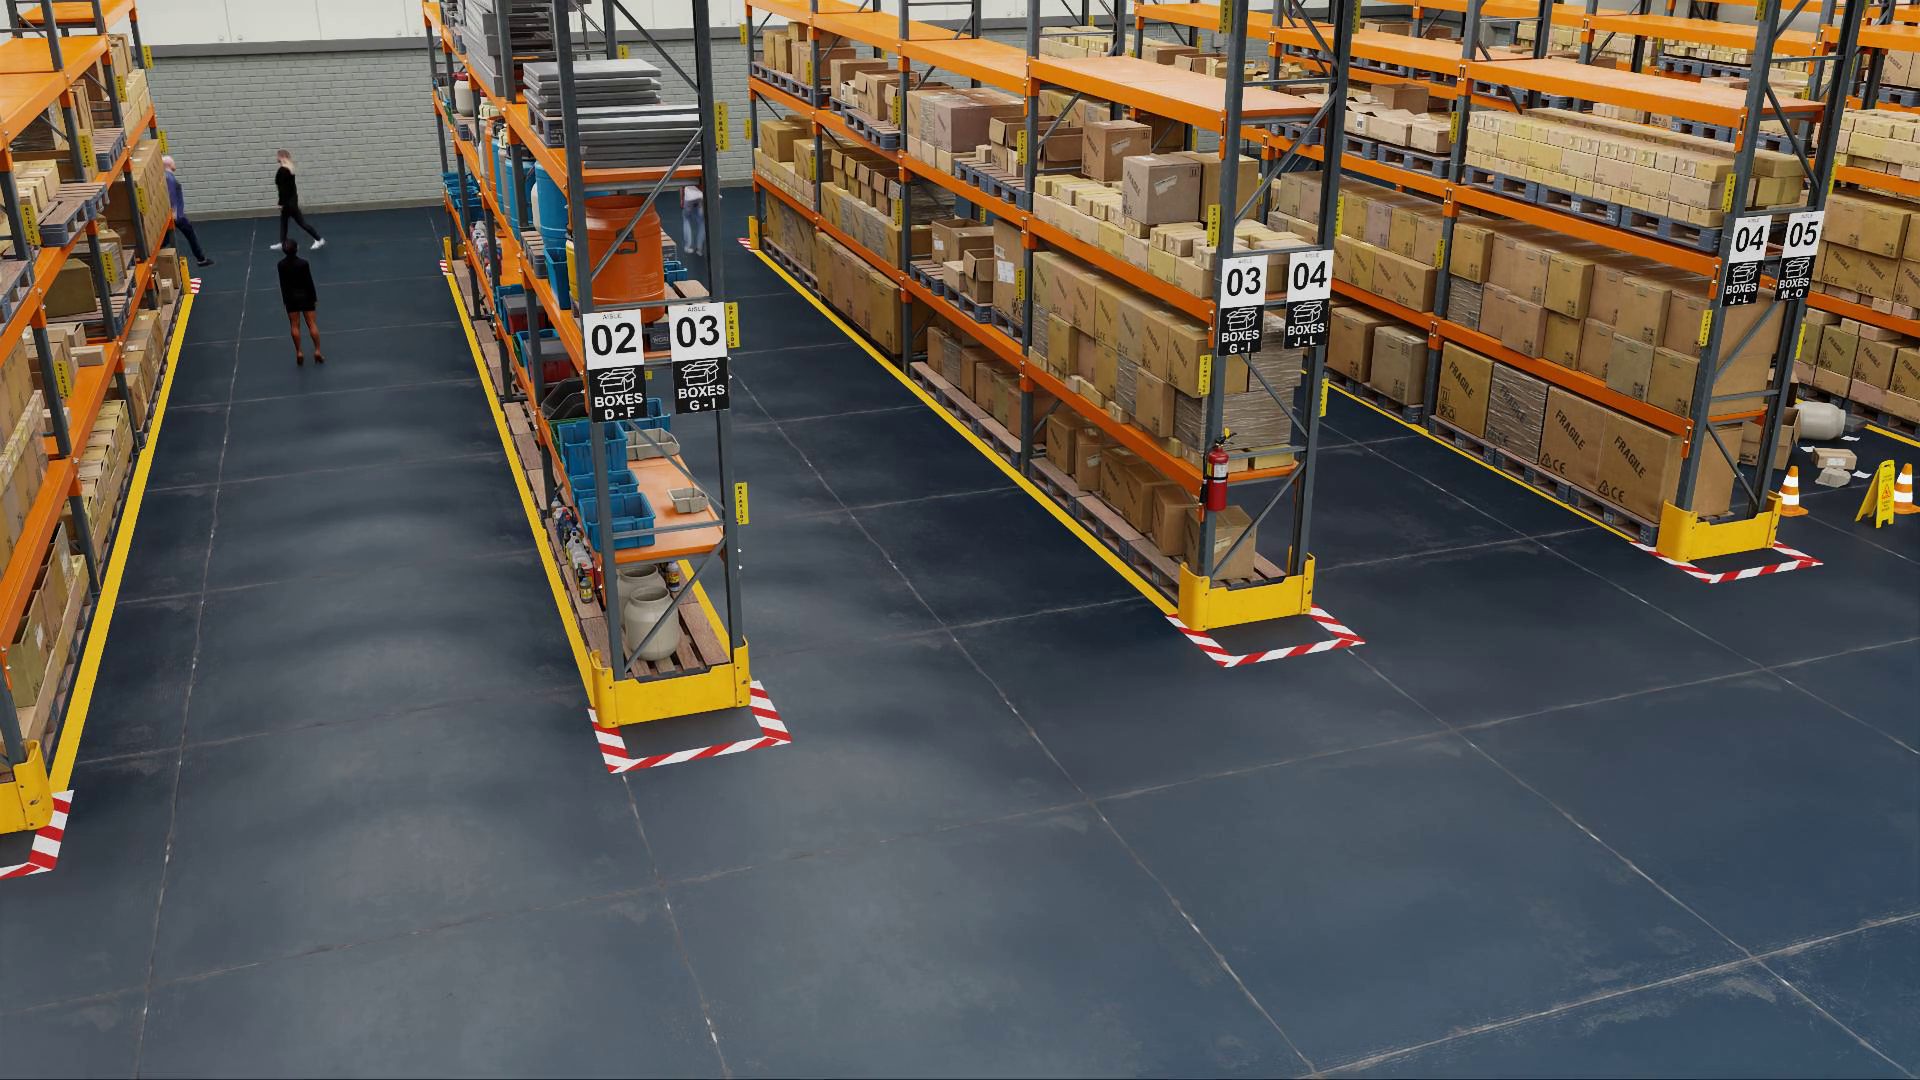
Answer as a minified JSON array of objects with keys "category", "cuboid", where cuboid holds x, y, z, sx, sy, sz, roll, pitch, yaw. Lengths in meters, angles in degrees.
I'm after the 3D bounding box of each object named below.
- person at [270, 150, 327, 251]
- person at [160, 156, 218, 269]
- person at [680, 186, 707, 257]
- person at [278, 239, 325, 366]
[{"category":"person","cuboid":[-10.990,-5.588,27.528,0.794,1.651,1.109,-4,23,-10]},{"category":"person","cuboid":[-12.401,-5.054,26.059,1.285,1.776,1.165,19,29,38]},{"category":"person","cuboid":[-4.321,-5.557,27.205,0.689,1.839,0.725,-8,23,-18]},{"category":"person","cuboid":[-8.479,-3.060,21.364,0.582,1.639,0.632,-6,23,-14]}]
